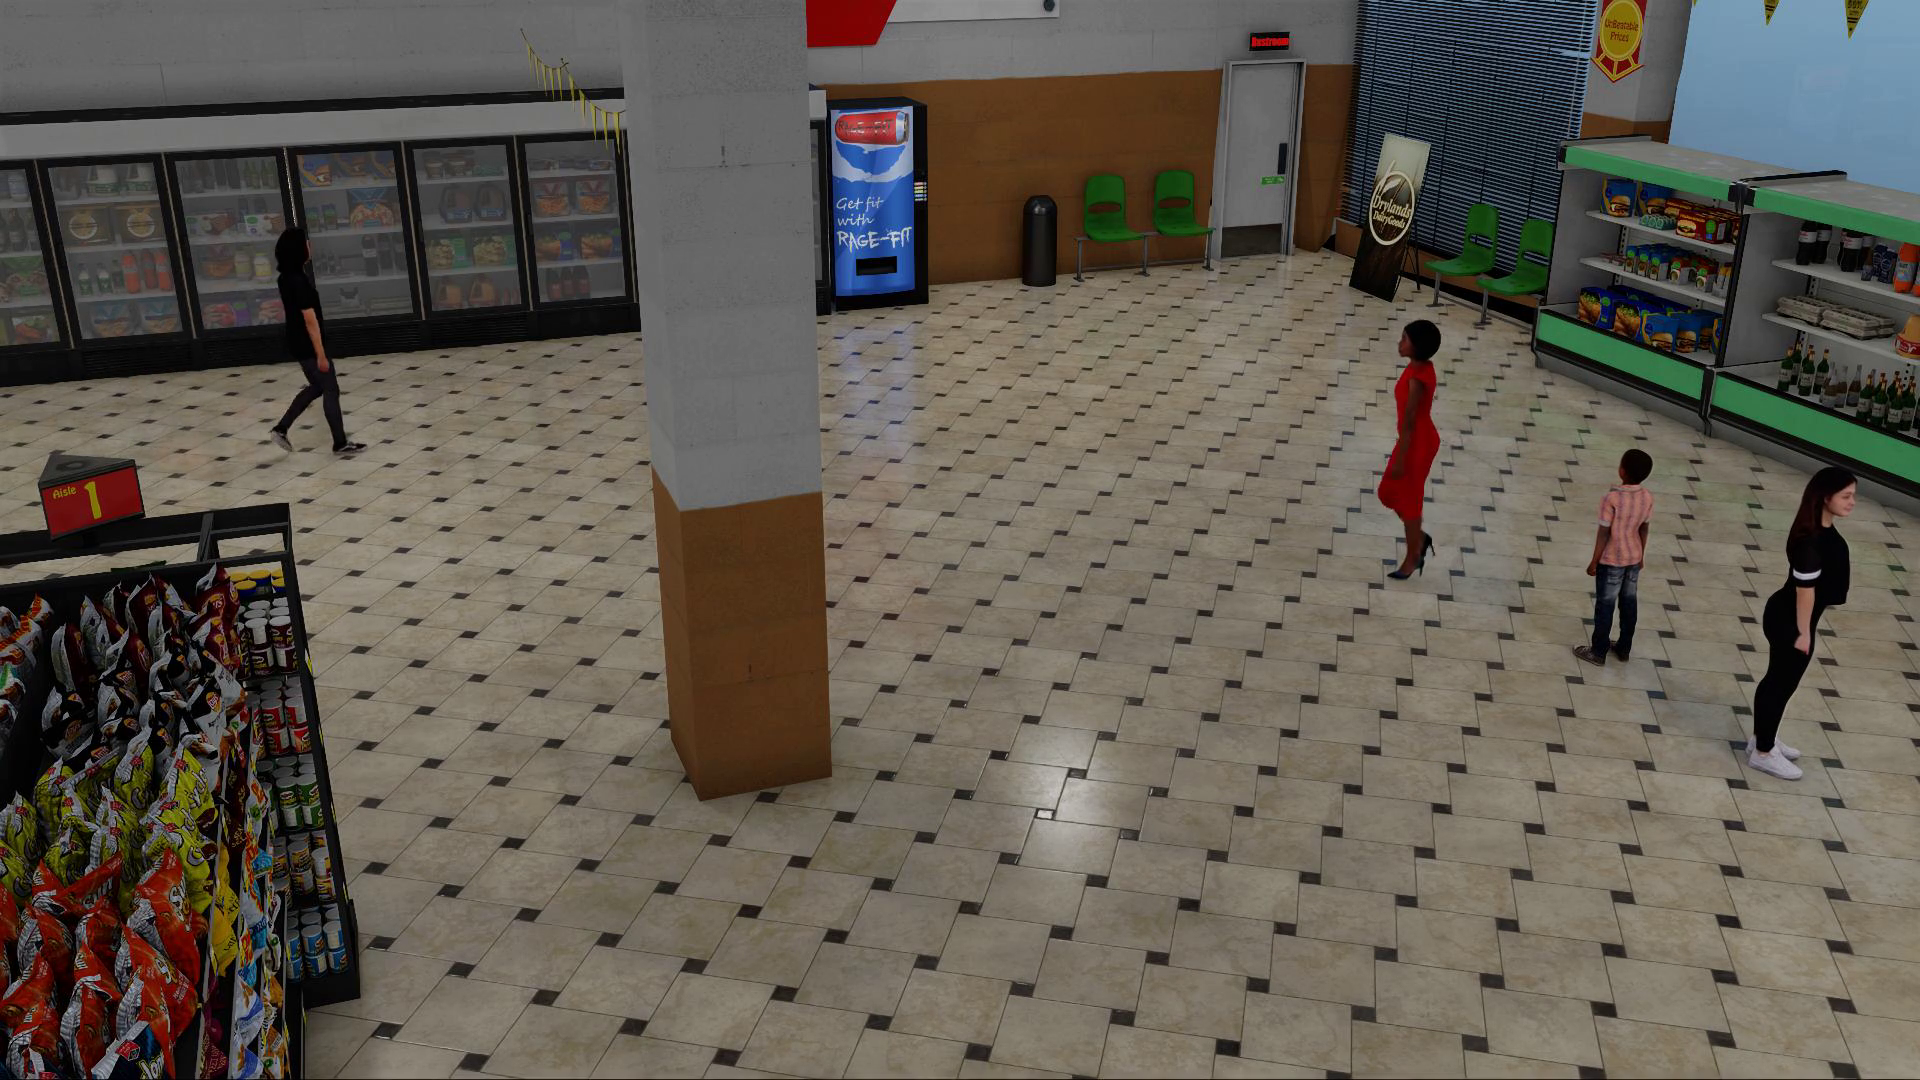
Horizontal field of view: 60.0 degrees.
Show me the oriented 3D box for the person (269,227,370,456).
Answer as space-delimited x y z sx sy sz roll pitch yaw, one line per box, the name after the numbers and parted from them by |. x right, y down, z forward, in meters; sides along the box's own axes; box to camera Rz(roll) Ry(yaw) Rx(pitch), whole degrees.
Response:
-5.107 -1.496 12.879 0.902 1.815 0.976 -17 27 -35 | person

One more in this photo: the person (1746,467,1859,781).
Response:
4.224 0.398 8.403 0.770 1.639 0.713 11 24 25 | person

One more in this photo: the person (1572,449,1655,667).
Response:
3.807 0.096 9.599 0.518 1.306 0.483 -6 23 -15 | person

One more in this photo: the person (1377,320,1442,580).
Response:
2.985 -0.543 10.623 0.765 1.731 0.695 3 22 8 | person
